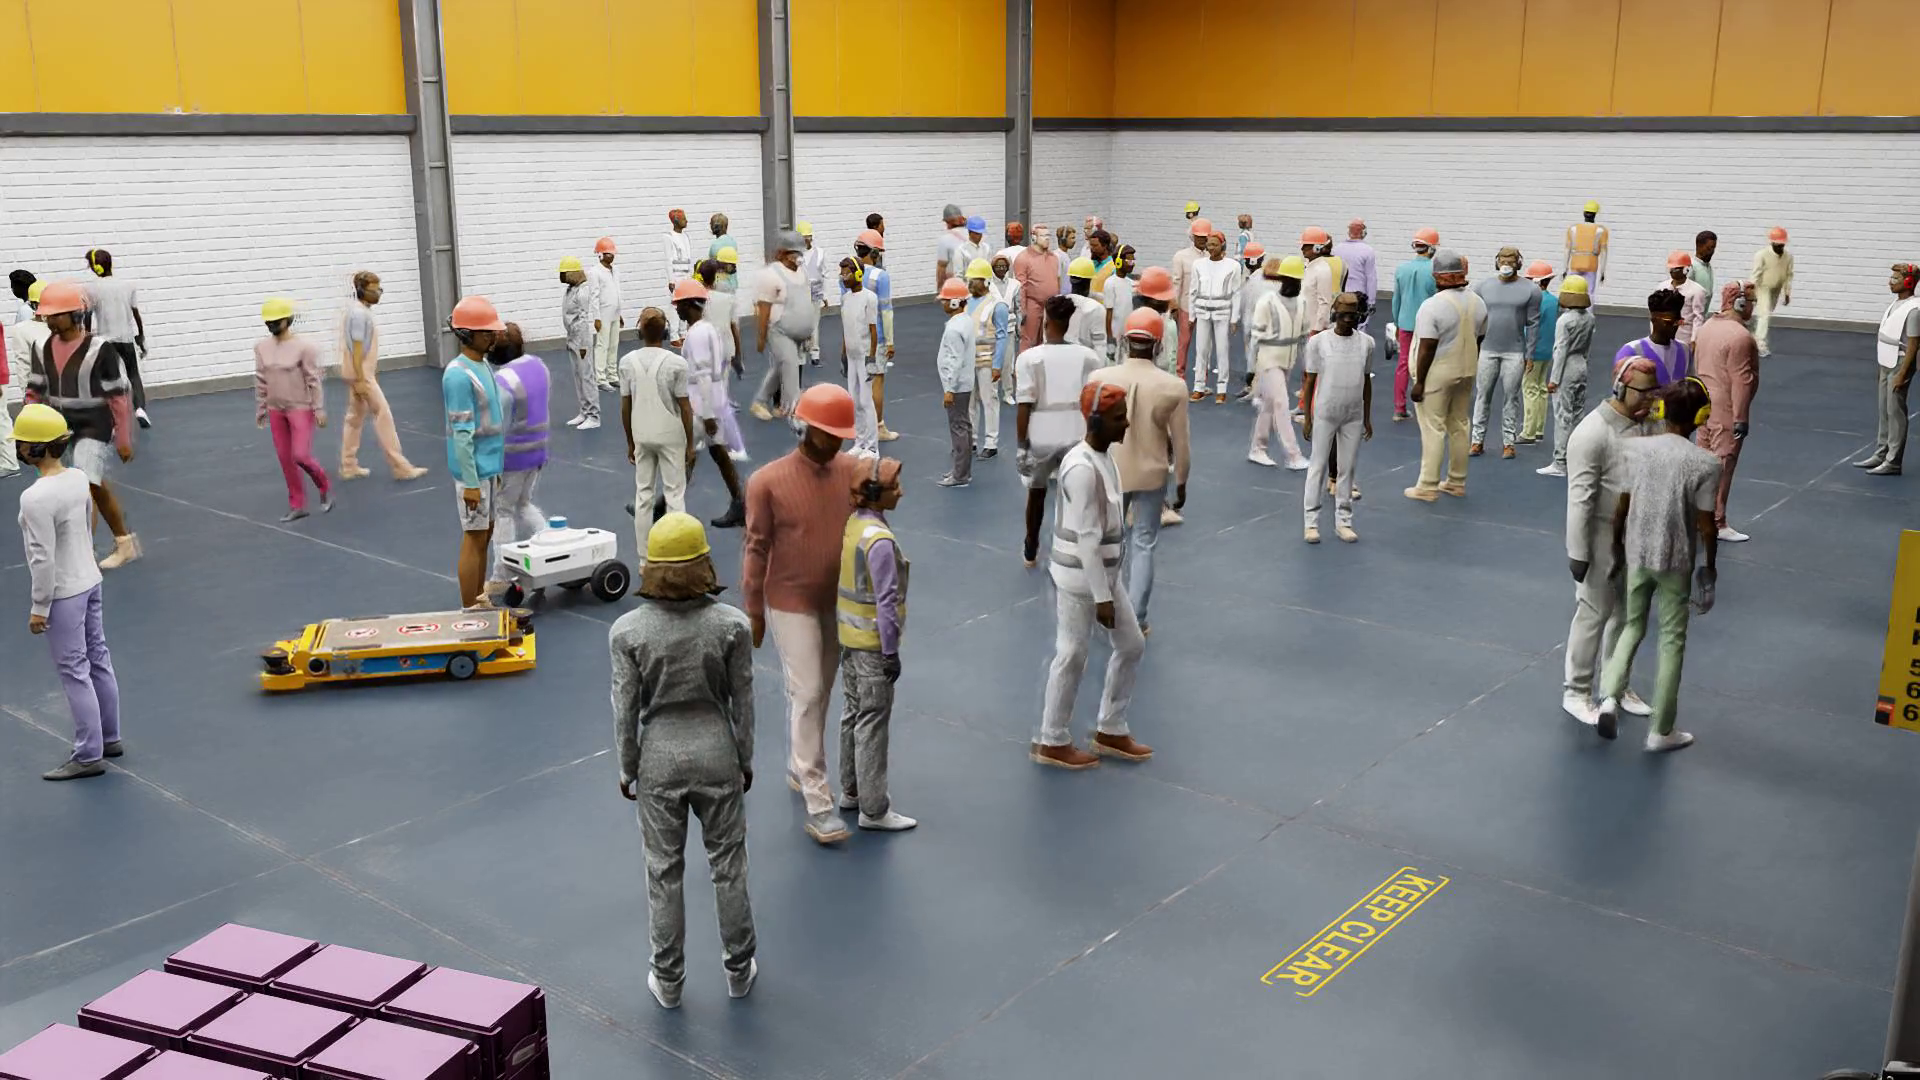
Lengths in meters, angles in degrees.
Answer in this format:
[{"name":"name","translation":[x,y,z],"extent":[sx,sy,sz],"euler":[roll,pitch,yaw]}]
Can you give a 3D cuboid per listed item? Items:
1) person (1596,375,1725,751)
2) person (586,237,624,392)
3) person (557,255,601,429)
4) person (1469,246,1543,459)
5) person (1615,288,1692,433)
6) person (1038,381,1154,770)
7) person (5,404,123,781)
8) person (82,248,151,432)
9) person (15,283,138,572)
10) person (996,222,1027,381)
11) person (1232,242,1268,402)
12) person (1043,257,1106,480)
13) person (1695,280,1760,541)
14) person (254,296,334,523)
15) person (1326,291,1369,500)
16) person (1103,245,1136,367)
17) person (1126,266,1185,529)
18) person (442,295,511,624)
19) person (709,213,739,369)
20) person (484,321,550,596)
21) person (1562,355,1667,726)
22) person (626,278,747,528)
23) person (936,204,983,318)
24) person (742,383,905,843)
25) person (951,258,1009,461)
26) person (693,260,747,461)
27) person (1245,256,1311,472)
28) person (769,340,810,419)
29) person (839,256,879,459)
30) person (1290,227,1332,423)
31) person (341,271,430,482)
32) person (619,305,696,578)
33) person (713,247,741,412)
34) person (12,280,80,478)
[{"name":"person","translation":[3.366,0.133,8.021],"extent":[0.475,1.853,0.573],"euler":[-13,19,-43]},{"name":"person","translation":[-4.036,-2.590,19.104],"extent":[0.329,1.751,0.571],"euler":[5,15,19]},{"name":"person","translation":[-3.857,-1.988,16.744],"extent":[0.346,1.738,0.485],"euler":[-8,16,-30]},{"name":"person","translation":[4.964,-1.716,15.239],"extent":[0.630,1.940,0.372],"euler":[6,15,22]},{"name":"person","translation":[4.625,-0.707,11.150],"extent":[0.613,1.963,0.362],"euler":[-6,15,-23]},{"name":"person","translation":[0.678,0.194,7.769],"extent":[0.681,1.862,0.590],"euler":[6,15,22]},{"name":"person","translation":[-4.188,0.241,7.764],"extent":[0.308,1.772,0.525],"euler":[-1,14,-5]},{"name":"person","translation":[-8.286,-1.945,16.352],"extent":[0.537,1.846,0.476],"euler":[-11,18,-37]},{"name":"person","translation":[-5.902,-0.692,11.030],"extent":[0.632,1.993,1.036],"euler":[5,15,18]},{"name":"person","translation":[0.647,-2.835,19.825],"extent":[0.574,1.883,0.355],"euler":[-9,17,-33]},{"name":"person","translation":[3.221,-2.404,18.373],"extent":[0.327,1.747,0.563],"euler":[0,14,0]},{"name":"person","translation":[0.987,-1.447,14.217],"extent":[0.590,1.918,0.418],"euler":[9,17,32]},{"name":"person","translation":[5.647,-0.953,12.260],"extent":[0.407,1.906,0.641],"euler":[-1,14,-3]},{"name":"person","translation":[-5.139,-0.997,12.756],"extent":[0.531,1.753,0.396],"euler":[4,15,15]},{"name":"person","translation":[3.184,-1.190,13.626],"extent":[0.316,1.695,0.541],"euler":[2,14,8]},{"name":"person","translation":[1.575,-1.988,16.497],"extent":[0.327,1.862,0.503],"euler":[8,16,30]},{"name":"person","translation":[1.445,-1.042,12.442],"extent":[0.457,2.019,0.655],"euler":[9,16,31]},{"name":"person","translation":[-2.826,-0.426,9.874],"extent":[0.393,2.041,0.614],"euler":[-1,14,-4]},{"name":"person","translation":[-2.965,-3.106,20.794],"extent":[0.373,1.940,0.628],"euler":[2,14,9]},{"name":"person","translation":[-2.877,-0.514,10.695],"extent":[0.546,1.808,0.649],"euler":[4,15,17]},{"name":"person","translation":[3.351,0.002,8.465],"extent":[0.659,1.896,0.401],"euler":[-8,16,-30]},{"name":"person","translation":[-2.048,-1.011,12.534],"extent":[0.968,1.880,0.575],"euler":[0,14,0]},{"name":"person","translation":[-0.045,-3.358,21.595],"extent":[0.705,2.000,0.572],"euler":[-10,17,-36]},{"name":"person","translation":[-0.557,0.297,7.181],"extent":[0.606,1.940,0.900],"euler":[-11,18,-36]},{"name":"person","translation":[0.165,-1.646,15.169],"extent":[0.590,1.836,0.404],"euler":[14,19,43]},{"name":"person","translation":[-2.298,-1.652,15.256],"extent":[0.987,1.804,0.516],"euler":[11,18,37]},{"name":"person","translation":[2.898,-1.536,14.611],"extent":[0.609,1.882,0.916],"euler":[-11,18,-38]},{"name":"person","translation":[-1.774,-2.081,17.188],"extent":[0.540,1.695,0.317],"euler":[8,16,30]},{"name":"person","translation":[-0.928,-1.632,15.083],"extent":[0.350,1.856,0.525],"euler":[-11,18,-37]},{"name":"person","translation":[3.602,-2.202,17.065],"extent":[0.377,1.995,0.608],"euler":[-1,14,-6]},{"name":"person","translation":[-4.975,-1.388,14.202],"extent":[0.788,1.801,0.602],"euler":[-5,15,-21]},{"name":"person","translation":[-2.011,-0.645,11.149],"extent":[0.506,1.847,0.345],"euler":[3,14,14]},{"name":"person","translation":[-2.477,-2.229,17.667],"extent":[0.342,1.756,0.533],"euler":[-2,14,-8]},{"name":"person","translation":[-7.490,-1.256,13.750],"extent":[0.313,1.769,0.525],"euler":[13,19,41]}]
